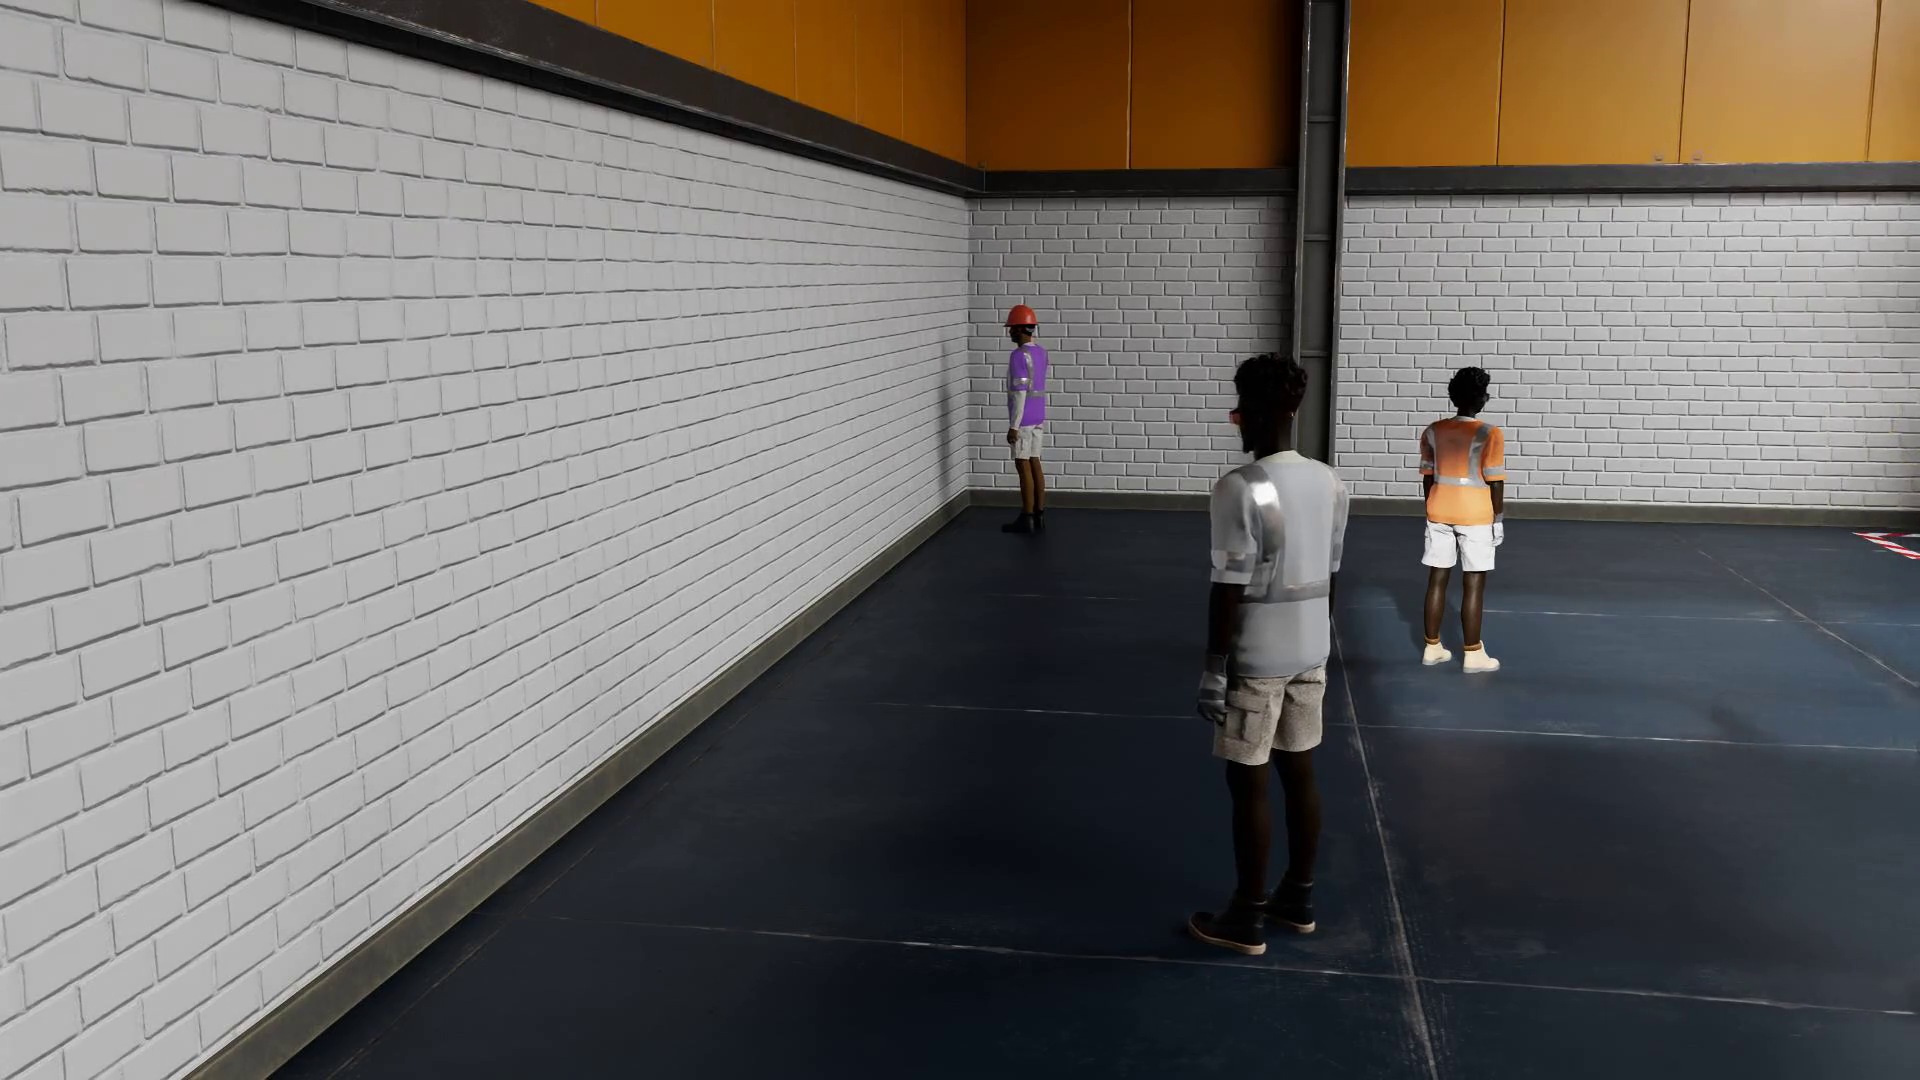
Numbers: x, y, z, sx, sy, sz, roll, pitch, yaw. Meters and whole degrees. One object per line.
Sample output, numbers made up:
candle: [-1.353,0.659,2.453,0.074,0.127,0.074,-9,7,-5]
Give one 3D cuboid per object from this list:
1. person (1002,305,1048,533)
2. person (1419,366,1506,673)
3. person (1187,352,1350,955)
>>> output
person: [0.531,-1.027,14.178,0.373,1.934,0.551,4,10,26]
person: [2.794,-0.112,9.247,0.318,1.697,0.535,-7,12,-39]
person: [1.018,0.369,5.465,0.610,1.960,0.369,-8,12,-41]
